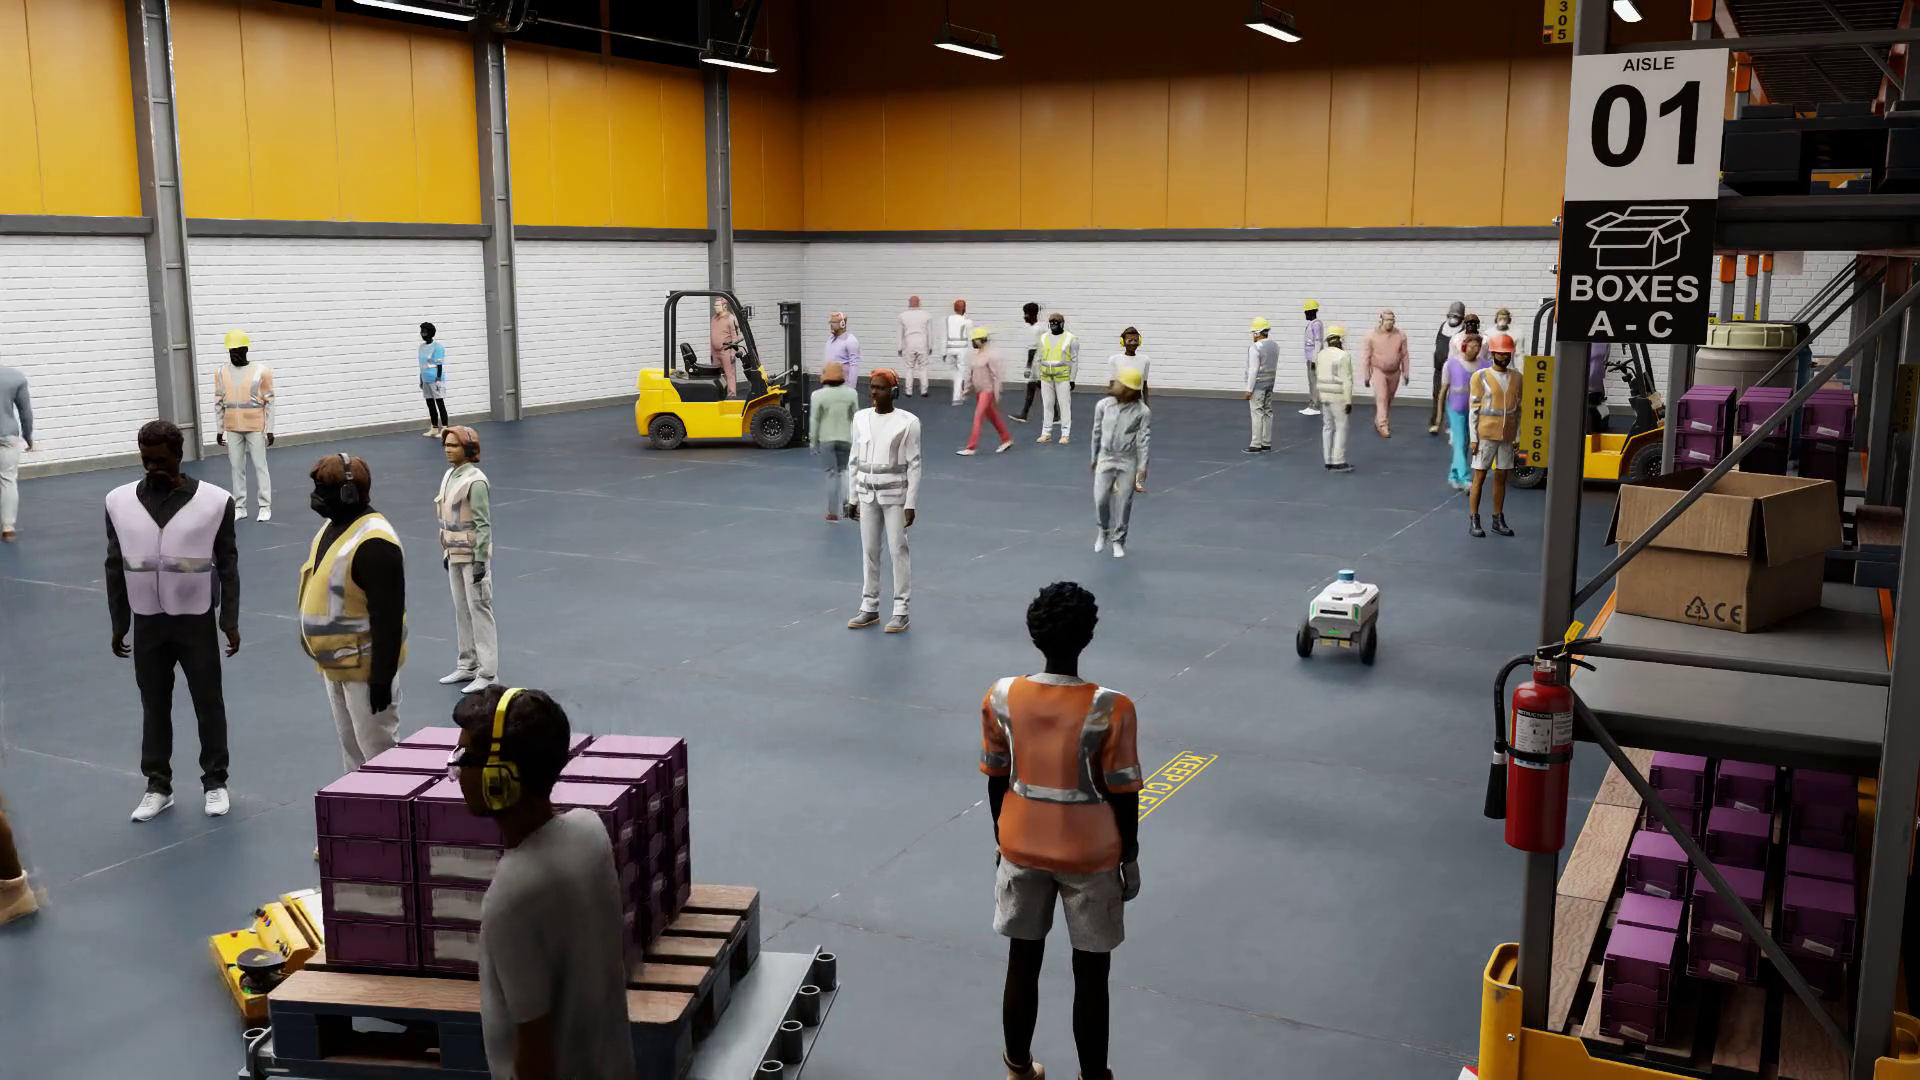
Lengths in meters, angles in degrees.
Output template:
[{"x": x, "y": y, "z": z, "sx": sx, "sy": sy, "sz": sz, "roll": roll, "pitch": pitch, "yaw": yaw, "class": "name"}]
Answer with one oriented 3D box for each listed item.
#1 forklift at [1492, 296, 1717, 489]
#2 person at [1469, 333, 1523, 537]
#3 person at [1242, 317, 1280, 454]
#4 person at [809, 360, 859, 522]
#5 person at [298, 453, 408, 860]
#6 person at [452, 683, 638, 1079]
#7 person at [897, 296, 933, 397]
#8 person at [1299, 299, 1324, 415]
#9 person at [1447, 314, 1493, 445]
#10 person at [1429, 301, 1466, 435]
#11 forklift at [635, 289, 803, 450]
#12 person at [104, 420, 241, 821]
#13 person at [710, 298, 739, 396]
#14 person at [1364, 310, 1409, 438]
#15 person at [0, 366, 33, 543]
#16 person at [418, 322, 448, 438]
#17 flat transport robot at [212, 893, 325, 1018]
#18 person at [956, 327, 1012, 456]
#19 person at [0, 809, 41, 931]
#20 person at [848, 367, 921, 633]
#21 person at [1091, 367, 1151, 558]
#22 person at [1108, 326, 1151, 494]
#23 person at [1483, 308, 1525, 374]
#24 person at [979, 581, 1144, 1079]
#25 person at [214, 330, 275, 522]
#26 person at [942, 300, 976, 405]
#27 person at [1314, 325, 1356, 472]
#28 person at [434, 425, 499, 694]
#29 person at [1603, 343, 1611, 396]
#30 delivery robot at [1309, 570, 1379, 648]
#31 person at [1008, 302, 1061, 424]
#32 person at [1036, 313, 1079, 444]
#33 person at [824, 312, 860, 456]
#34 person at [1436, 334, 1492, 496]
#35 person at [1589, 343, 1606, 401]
[{"x": 7.296, "y": -1.677, "z": 18.993, "sx": 2.313, "sy": 2.155, "sz": 1.214, "roll": 5, "pitch": 11, "yaw": 27, "class": "forklift"}, {"x": 5.091, "y": -0.993, "z": 15.777, "sx": 0.542, "sy": 1.939, "sz": 0.359, "roll": -2, "pitch": 10, "yaw": -11, "class": "person"}, {"x": 4.020, "y": -2.066, "z": 22.306, "sx": 0.404, "sy": 1.829, "sz": 0.588, "roll": 9, "pitch": 13, "yaw": 42, "class": "person"}, {"x": -1.260, "y": -0.981, "z": 16.598, "sx": 0.521, "sy": 1.618, "sz": 0.353, "roll": -5, "pitch": 11, "yaw": -25, "class": "person"}, {"x": -2.609, "y": 0.540, "z": 7.182, "sx": 0.430, "sy": 1.845, "sz": 0.624, "roll": -8, "pitch": 12, "yaw": -38, "class": "person"}, {"x": -0.932, "y": 1.193, "z": 3.478, "sx": 0.954, "sy": 1.817, "sz": 0.511, "roll": 2, "pitch": 10, "yaw": 14, "class": "person"}, {"x": -0.848, "y": -3.593, "z": 30.986, "sx": 0.674, "sy": 1.887, "sz": 0.441, "roll": 0, "pitch": 10, "yaw": 2, "class": "person"}, {"x": 5.846, "y": -3.033, "z": 27.624, "sx": 0.383, "sy": 1.923, "sz": 0.590, "roll": 1, "pitch": 10, "yaw": 4, "class": "person"}, {"x": 7.119, "y": -2.237, "z": 23.262, "sx": 0.626, "sy": 1.844, "sz": 0.429, "roll": 3, "pitch": 10, "yaw": 18, "class": "person"}, {"x": 7.227, "y": -2.538, "z": 24.423, "sx": 0.705, "sy": 2.000, "sz": 0.860, "roll": 9, "pitch": 13, "yaw": 43, "class": "person"}, {"x": -3.358, "y": -2.392, "z": 23.136, "sx": 2.313, "sy": 2.155, "sz": 1.214, "roll": -1, "pitch": 10, "yaw": -5, "class": "forklift"}, {"x": -3.738, "y": 0.375, "z": 7.934, "sx": 0.587, "sy": 1.913, "sz": 0.391, "roll": -2, "pitch": 10, "yaw": -11, "class": "person"}, {"x": -4.148, "y": -3.268, "z": 29.035, "sx": 0.640, "sy": 1.910, "sz": 0.401, "roll": 9, "pitch": 13, "yaw": 41, "class": "person"}, {"x": 6.294, "y": -2.468, "z": 24.586, "sx": 0.651, "sy": 1.867, "sz": 1.001, "roll": -1, "pitch": 10, "yaw": -8, "class": "person"}, {"x": -9.078, "y": -0.954, "z": 15.632, "sx": 0.656, "sy": 1.900, "sz": 0.863, "roll": -7, "pitch": 12, "yaw": -34, "class": "person"}, {"x": -7.677, "y": -2.320, "z": 24.171, "sx": 0.534, "sy": 1.692, "sz": 0.320, "roll": 8, "pitch": 12, "yaw": 37, "class": "person"}, {"x": -2.052, "y": 1.460, "z": 6.398, "sx": 1.431, "sy": 0.197, "sz": 0.652, "roll": -6, "pitch": 12, "yaw": -33, "class": "flat transport robot"}, {"x": 0.355, "y": -1.993, "z": 22.251, "sx": 0.969, "sy": 1.704, "sz": 0.515, "roll": -6, "pitch": 12, "yaw": -33, "class": "person"}, {"x": -4.082, "y": 0.622, "z": 6.273, "sx": 0.614, "sy": 1.991, "sz": 1.030, "roll": 7, "pitch": 12, "yaw": 36, "class": "person"}, {"x": -0.549, "y": -0.285, "z": 11.835, "sx": 0.576, "sy": 1.884, "sz": 0.355, "roll": 5, "pitch": 11, "yaw": 28, "class": "person"}, {"x": 1.409, "y": -0.672, "z": 14.593, "sx": 0.522, "sy": 1.695, "sz": 0.519, "roll": 2, "pitch": 10, "yaw": 9, "class": "person"}, {"x": 1.894, "y": -1.453, "z": 18.637, "sx": 0.511, "sy": 1.872, "sz": 0.328, "roll": -3, "pitch": 10, "yaw": -16, "class": "person"}, {"x": 7.837, "y": -2.407, "z": 24.101, "sx": 0.645, "sy": 1.900, "sz": 0.934, "roll": 4, "pitch": 11, "yaw": 22, "class": "person"}, {"x": 0.318, "y": 0.964, "z": 5.137, "sx": 0.535, "sy": 1.700, "sz": 0.318, "roll": 5, "pitch": 11, "yaw": 27, "class": "person"}, {"x": -7.160, "y": -1.138, "z": 16.644, "sx": 0.594, "sy": 1.926, "sz": 0.366, "roll": 0, "pitch": 10, "yaw": 0, "class": "person"}, {"x": 0.044, "y": -3.338, "z": 29.591, "sx": 0.596, "sy": 1.850, "sz": 0.830, "roll": 6, "pitch": 11, "yaw": 29, "class": "person"}, {"x": 4.653, "y": -1.745, "z": 20.572, "sx": 0.406, "sy": 1.796, "sz": 0.667, "roll": -5, "pitch": 11, "yaw": -27, "class": "person"}, {"x": -3.034, "y": 0.112, "z": 10.228, "sx": 0.306, "sy": 1.645, "sz": 0.522, "roll": -8, "pitch": 13, "yaw": -39, "class": "person"}, {"x": 10.360, "y": -2.965, "z": 27.182, "sx": 0.551, "sy": 1.942, "sz": 0.344, "roll": -3, "pitch": 10, "yaw": -15, "class": "person"}, {"x": 2.585, "y": 0.447, "z": 11.166, "sx": 0.477, "sy": 0.478, "sz": 0.707, "roll": 4, "pitch": 11, "yaw": 24, "class": "delivery robot"}, {"x": 1.174, "y": -2.764, "z": 26.091, "sx": 0.908, "sy": 1.911, "sz": 0.632, "roll": 2, "pitch": 10, "yaw": 9, "class": "person"}, {"x": 1.359, "y": -2.278, "z": 23.497, "sx": 0.625, "sy": 1.844, "sz": 0.429, "roll": 5, "pitch": 11, "yaw": 26, "class": "person"}, {"x": -1.609, "y": -2.064, "z": 22.062, "sx": 0.406, "sy": 1.911, "sz": 0.638, "roll": -8, "pitch": 12, "yaw": -38, "class": "person"}, {"x": 5.678, "y": -1.402, "z": 18.590, "sx": 0.579, "sy": 1.779, "sz": 0.980, "roll": -1, "pitch": 10, "yaw": -7, "class": "person"}, {"x": 7.813, "y": -1.842, "z": 20.688, "sx": 0.636, "sy": 1.939, "sz": 0.365, "roll": -7, "pitch": 12, "yaw": -37, "class": "person"}]
